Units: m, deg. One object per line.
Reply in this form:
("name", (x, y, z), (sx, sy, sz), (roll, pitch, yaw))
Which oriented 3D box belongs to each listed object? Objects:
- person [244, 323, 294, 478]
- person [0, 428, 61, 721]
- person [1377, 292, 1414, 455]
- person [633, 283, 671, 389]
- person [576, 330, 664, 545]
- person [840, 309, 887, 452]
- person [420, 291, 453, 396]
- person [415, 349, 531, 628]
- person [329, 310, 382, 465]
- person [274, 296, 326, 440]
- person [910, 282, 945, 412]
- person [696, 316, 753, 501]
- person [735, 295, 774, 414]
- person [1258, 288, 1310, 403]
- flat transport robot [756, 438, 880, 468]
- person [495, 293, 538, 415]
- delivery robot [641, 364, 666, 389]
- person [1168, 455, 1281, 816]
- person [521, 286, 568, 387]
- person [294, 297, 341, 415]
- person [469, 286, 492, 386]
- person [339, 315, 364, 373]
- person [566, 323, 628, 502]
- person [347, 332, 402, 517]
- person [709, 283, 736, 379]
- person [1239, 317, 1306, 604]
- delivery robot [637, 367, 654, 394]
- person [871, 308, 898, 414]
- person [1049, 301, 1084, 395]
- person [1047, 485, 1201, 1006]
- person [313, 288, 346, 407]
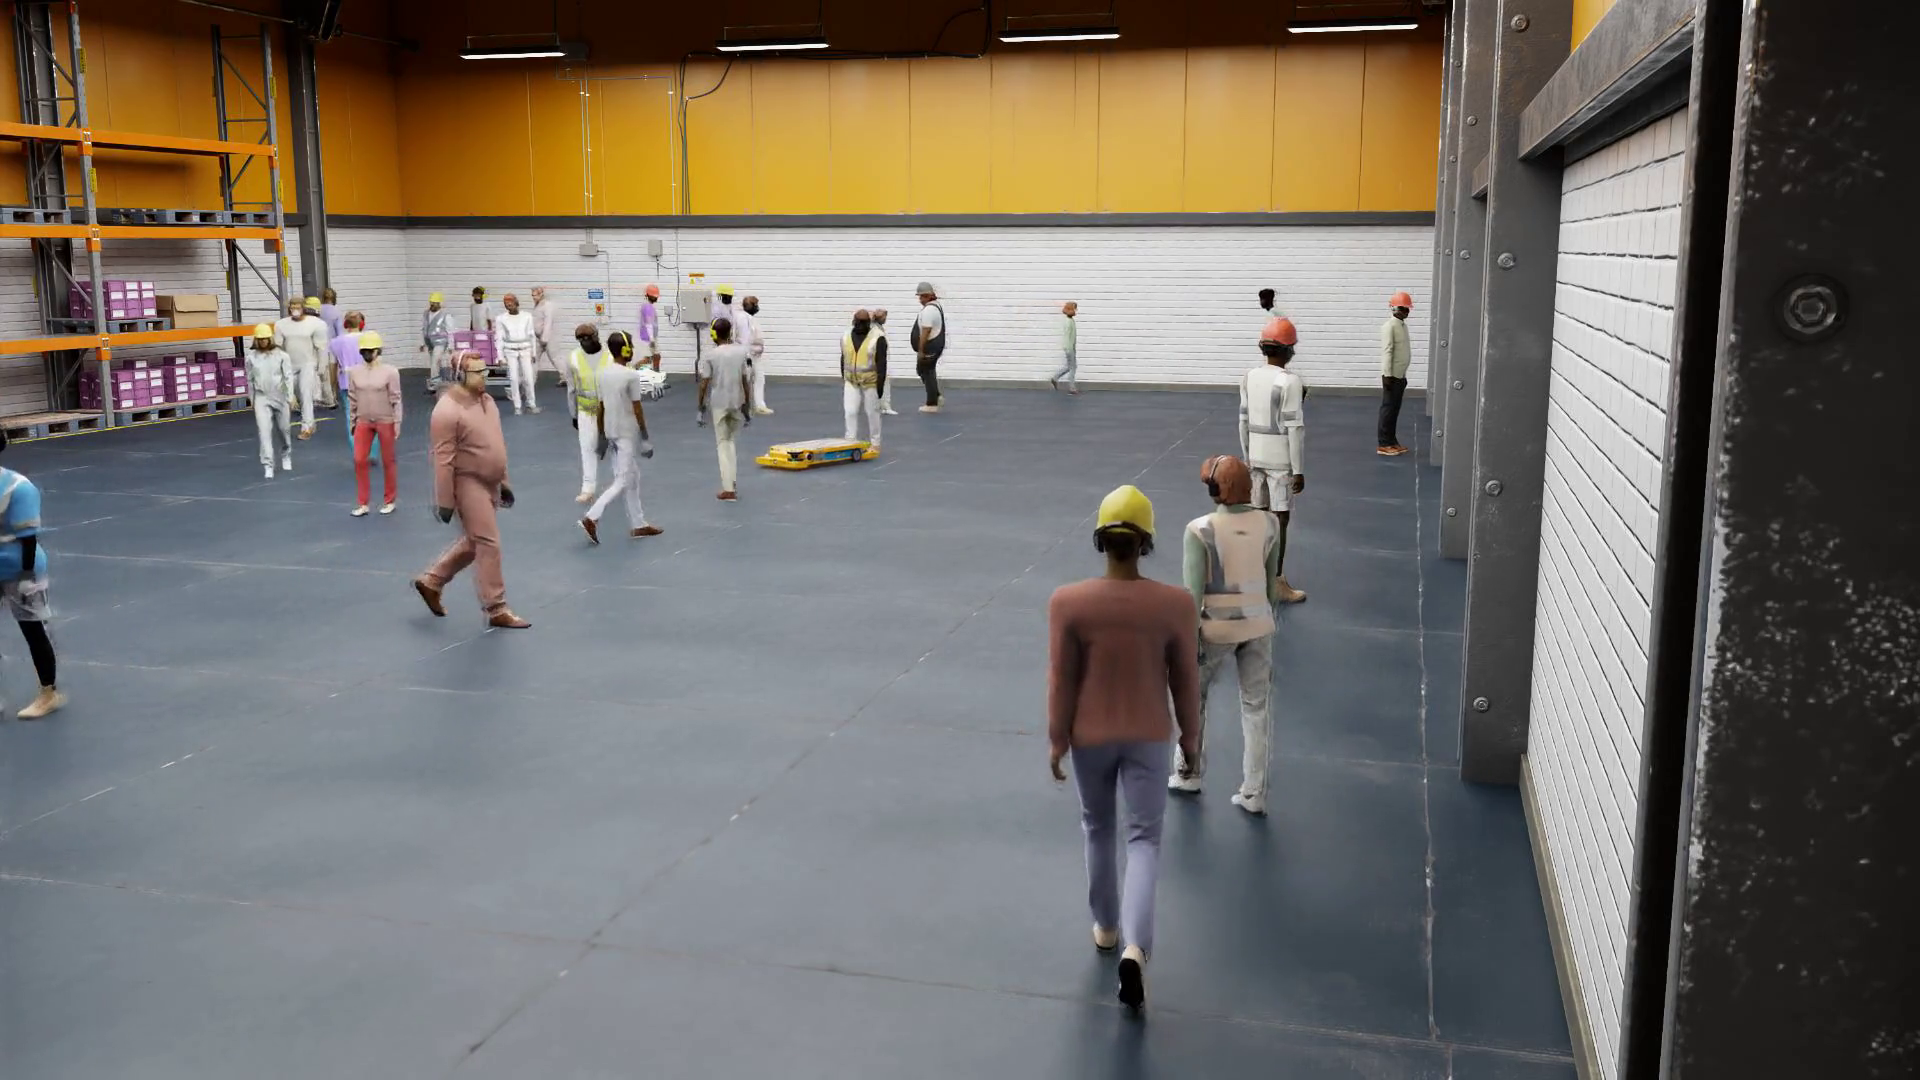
("person", (-7.724, -1.582, 18.650), (0.498, 1.710, 0.852), (-3, 10, -17))
("person", (-5.081, 0.175, 8.786), (0.549, 1.669, 0.595), (2, 10, 13))
("person", (5.367, -2.044, 20.458), (0.389, 1.990, 0.625), (7, 12, 33))
("person", (-5.620, -3.618, 29.640), (0.760, 1.905, 0.557), (0, 10, 0))
("person", (-2.958, -0.885, 14.347), (0.517, 1.846, 0.869), (10, 14, 44))
("person", (-1.187, -1.887, 20.126), (0.649, 1.791, 0.901), (3, 11, 18))
("person", (-8.998, -3.411, 28.769), (0.591, 1.796, 0.842), (6, 12, 30))
("person", (-3.332, -0.350, 11.193), (0.849, 1.884, 0.636), (2, 10, 10))
("person", (-6.928, -1.732, 19.177), (0.603, 1.812, 0.840), (-3, 10, -14))
("person", (-8.805, -2.315, 22.278), (0.635, 1.905, 0.960), (0, 10, -1))
("person", (-0.503, -2.991, 25.689), (0.538, 2.000, 0.709), (2, 10, 10))
("person", (-2.411, -1.329, 16.824), (0.557, 1.849, 0.606), (-7, 12, -34))
("person", (-3.291, -2.816, 25.322), (0.800, 1.821, 0.613), (2, 10, 13))
("person", (5.129, -3.058, 26.476), (0.875, 1.914, 0.621), (3, 10, 16))
("flat transport robot", (-1.667, -1.036, 19.625), (0.652, 0.197, 1.431), (8, 13, 39))
("person", (-6.713, -2.803, 25.139), (0.599, 1.854, 0.481), (-4, 11, -23))
("delivery robot", (-5.345, -2.729, 28.144), (0.707, 0.478, 0.477), (0, 10, 0))
("person", (1.207, 0.418, 7.598), (0.536, 1.616, 0.667), (-3, 11, -18))
("person", (-7.505, -3.645, 29.969), (1.000, 1.847, 0.682), (-8, 13, -39))
("person", (-9.900, -2.812, 25.394), (0.593, 1.796, 0.917), (2, 10, 12))
("person", (-8.778, -3.684, 30.211), (0.599, 1.825, 0.778), (4, 11, 22))
("person", (-8.053, -2.222, 22.339), (0.554, 1.671, 0.613), (-3, 11, -18))
("person", (-3.647, -1.309, 16.924), (0.677, 1.798, 0.834), (-1, 10, -5))
("person", (-5.552, -1.082, 15.688), (0.547, 1.741, 0.711), (0, 10, 2))
("person", (-4.195, -3.589, 29.447), (0.540, 1.902, 0.602), (2, 10, 11))
("person", (2.269, -0.568, 11.951), (0.372, 2.043, 0.615), (-6, 11, -29))
("delivery robot", (-5.288, -2.627, 27.565), (0.477, 0.478, 0.707), (-3, 10, -17))
("person", (-1.295, -2.709, 25.297), (0.635, 1.622, 0.522), (3, 11, 18))
("person", (1.854, -3.294, 28.577), (0.545, 1.618, 0.518), (1, 10, 8))
("person", (0.560, 0.687, 5.732), (0.532, 1.739, 0.795), (1, 10, 6))
("person", (-10.097, -3.082, 26.668), (0.629, 1.896, 0.992), (2, 10, 11))
